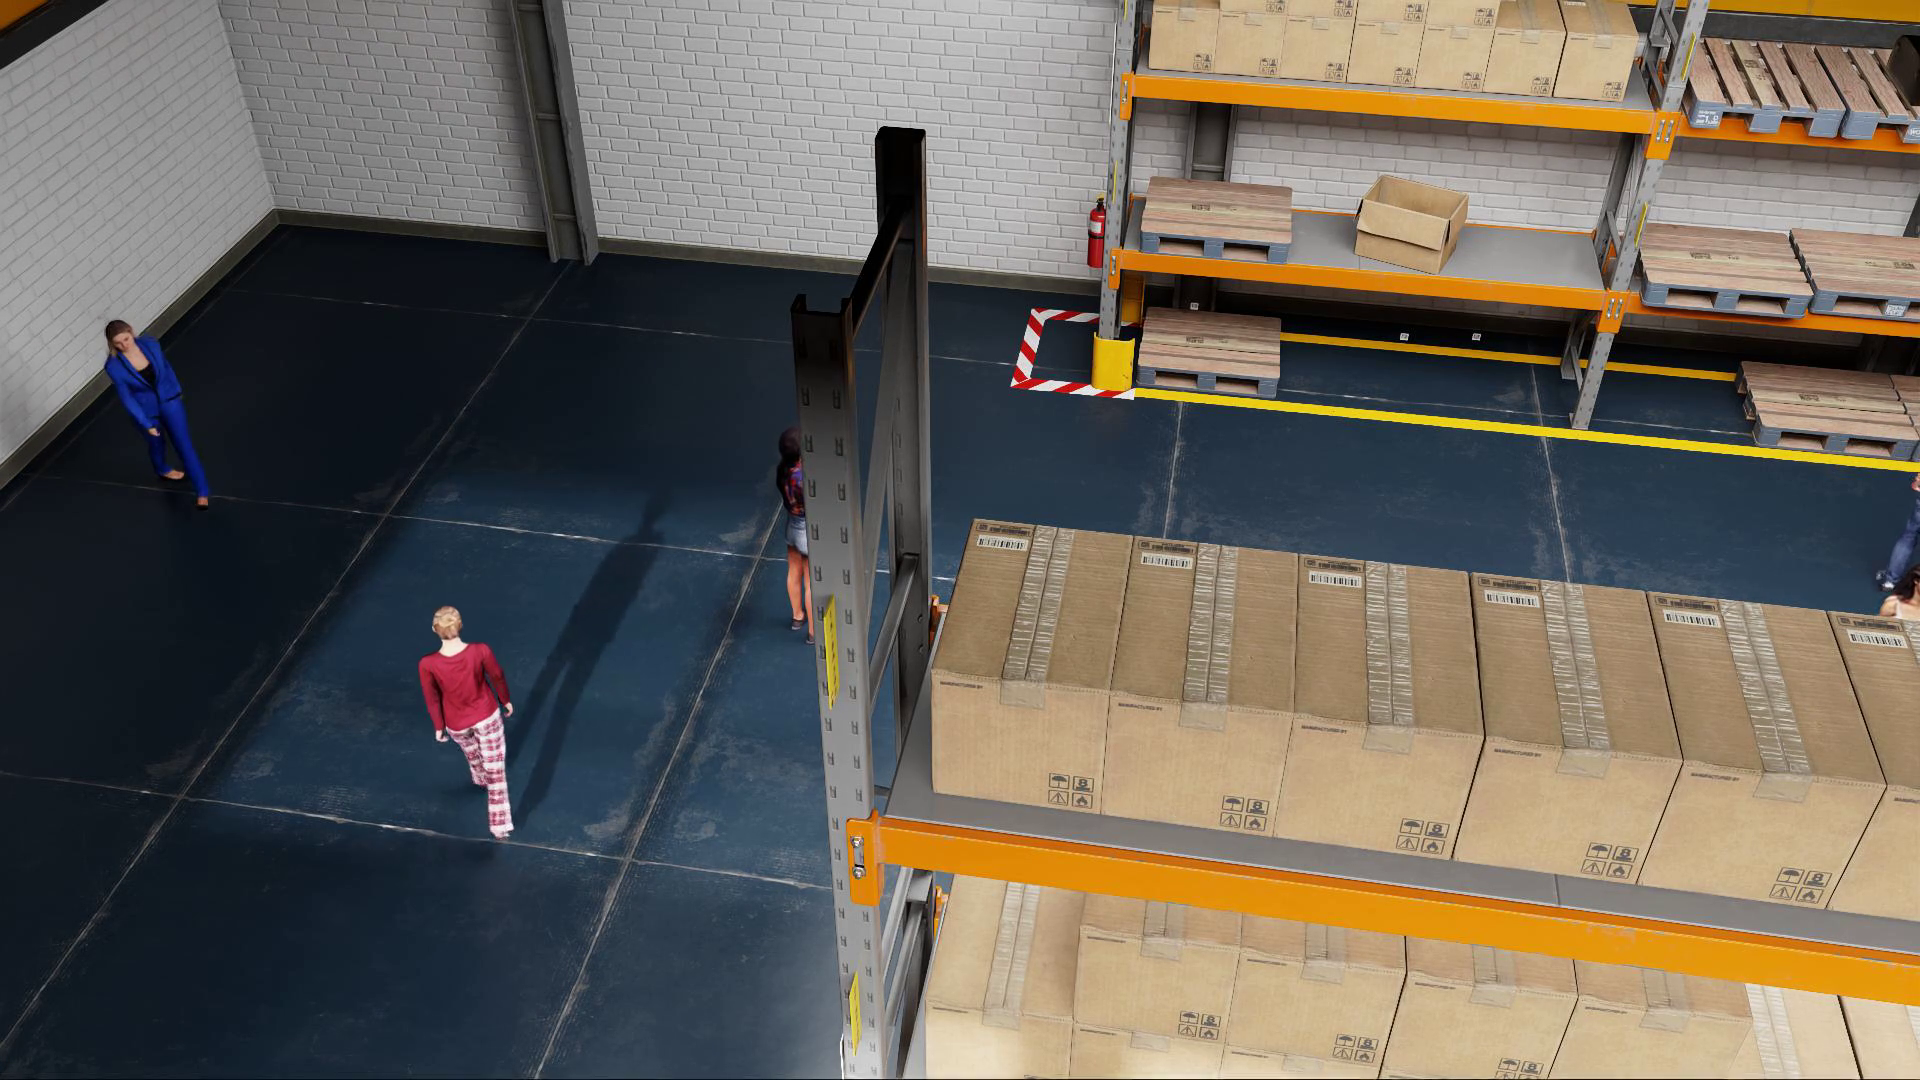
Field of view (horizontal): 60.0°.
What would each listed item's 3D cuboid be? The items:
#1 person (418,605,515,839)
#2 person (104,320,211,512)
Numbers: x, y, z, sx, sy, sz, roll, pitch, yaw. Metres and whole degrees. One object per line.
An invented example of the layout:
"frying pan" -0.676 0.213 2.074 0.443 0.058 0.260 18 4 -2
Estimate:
"person" -2.935 1.098 10.015 1.081 1.669 1.003 -11 40 -14
"person" -6.155 -1.012 12.676 1.144 1.645 1.008 23 44 26
